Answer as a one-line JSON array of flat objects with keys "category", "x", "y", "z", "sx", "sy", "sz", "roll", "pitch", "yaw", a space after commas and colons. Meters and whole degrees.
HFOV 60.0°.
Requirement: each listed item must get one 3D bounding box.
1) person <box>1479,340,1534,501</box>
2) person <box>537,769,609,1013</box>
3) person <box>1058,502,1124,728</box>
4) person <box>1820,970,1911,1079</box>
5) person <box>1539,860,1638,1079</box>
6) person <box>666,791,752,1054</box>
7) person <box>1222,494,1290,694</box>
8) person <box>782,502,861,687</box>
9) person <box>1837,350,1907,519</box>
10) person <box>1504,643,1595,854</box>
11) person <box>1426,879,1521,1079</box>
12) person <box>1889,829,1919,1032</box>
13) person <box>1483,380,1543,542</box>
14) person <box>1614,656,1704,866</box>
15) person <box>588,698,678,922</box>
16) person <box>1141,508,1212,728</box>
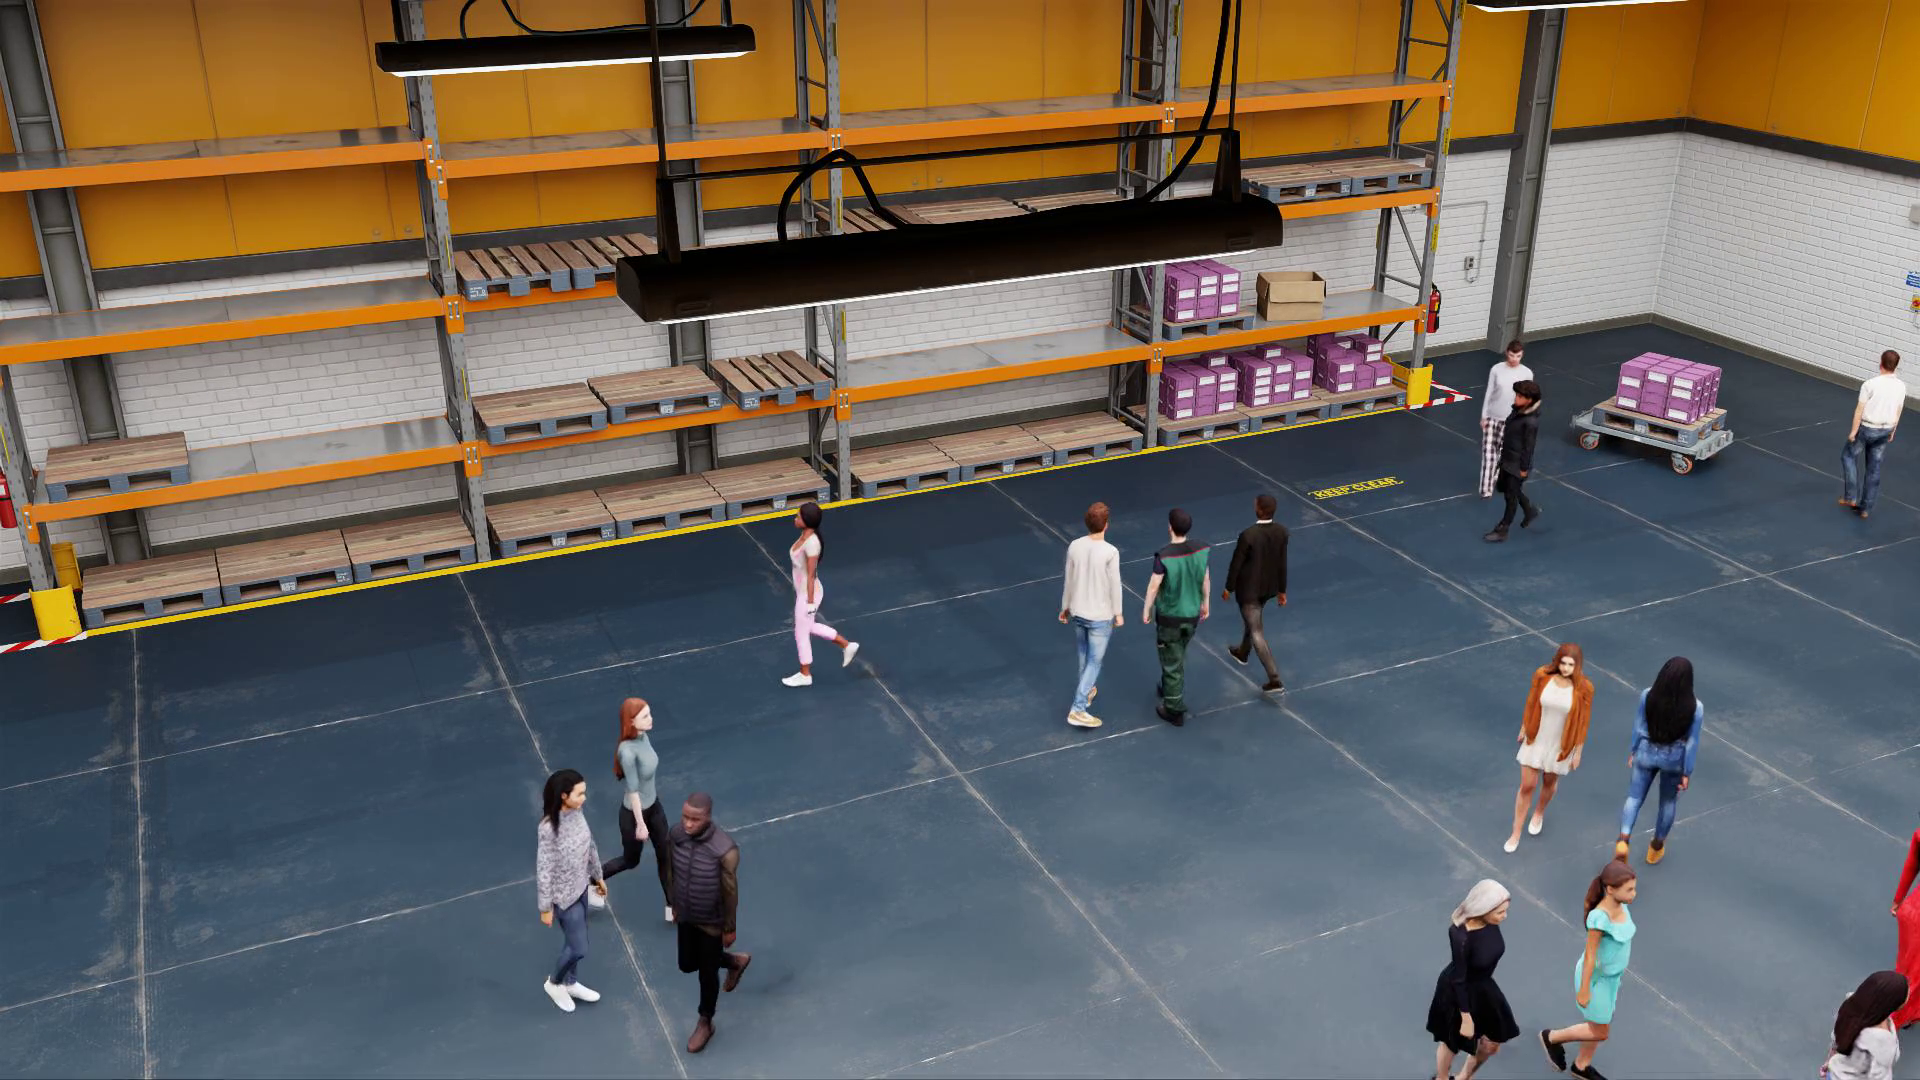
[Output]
[{"category": "person", "x": 6.062, "y": -1.373, "z": 18.580, "sx": 1.164, "sy": 1.800, "sz": 1.152, "roll": 6, "pitch": 24, "yaw": 14}, {"category": "person", "x": -2.555, "y": 2.196, "z": 10.522, "sx": 0.801, "sy": 1.717, "sz": 0.749, "roll": 7, "pitch": 25, "yaw": 15}, {"category": "person", "x": 1.082, "y": 0.643, "z": 13.873, "sx": 0.908, "sy": 1.876, "sz": 1.032, "roll": 21, "pitch": 31, "yaw": 40}, {"category": "person", "x": 4.685, "y": 2.959, "z": 8.900, "sx": 0.735, "sy": 1.618, "sz": 0.729, "roll": 2, "pitch": 24, "yaw": 5}, {"category": "person", "x": 3.738, "y": 2.560, "z": 9.890, "sx": 0.746, "sy": 1.554, "sz": 0.721, "roll": 22, "pitch": 32, "yaw": 40}, {"category": "person", "x": -1.499, "y": 2.281, "z": 10.208, "sx": 0.976, "sy": 1.812, "sz": 1.077, "roll": 15, "pitch": 28, "yaw": 30}, {"category": "person", "x": 2.607, "y": 0.497, "z": 14.360, "sx": 1.150, "sy": 1.754, "sz": 0.769, "roll": -13, "pitch": 27, "yaw": -26}, {"category": "person", "x": -1.230, "y": 0.481, "z": 14.432, "sx": 0.995, "sy": 1.725, "sz": 0.736, "roll": -4, "pitch": 24, "yaw": -9}, {"category": "person", "x": 9.897, "y": -1.113, "z": 17.940, "sx": 0.765, "sy": 1.838, "sz": 0.870, "roll": 0, "pitch": 24, "yaw": 1}, {"category": "person", "x": 4.378, "y": 1.445, "z": 12.280, "sx": 0.944, "sy": 1.683, "sz": 1.039, "roll": 12, "pitch": 26, "yaw": 26}, {"category": "person", "x": 2.830, "y": 2.610, "z": 9.561, "sx": 0.686, "sy": 1.728, "sz": 0.760, "roll": -21, "pitch": 31, "yaw": -40}, {"category": "person", "x": 5.811, "y": 2.362, "z": 10.087, "sx": 1.054, "sy": 1.760, "sz": 0.619, "roll": -10, "pitch": 25, "yaw": -21}, {"category": "person", "x": 5.883, "y": -0.836, "z": 17.394, "sx": 0.986, "sy": 1.767, "sz": 0.784, "roll": -4, "pitch": 24, "yaw": -8}, {"category": "person", "x": 4.947, "y": 1.641, "z": 11.822, "sx": 0.908, "sy": 1.692, "sz": 1.082, "roll": 16, "pitch": 28, "yaw": 32}, {"category": "person", "x": -2.244, "y": 1.863, "z": 11.282, "sx": 1.171, "sy": 1.717, "sz": 1.009, "roll": 4, "pitch": 24, "yaw": 9}, {"category": "person", "x": 1.862, "y": 0.662, "z": 13.820, "sx": 0.753, "sy": 1.885, "sz": 0.779, "roll": -13, "pitch": 27, "yaw": -27}]
